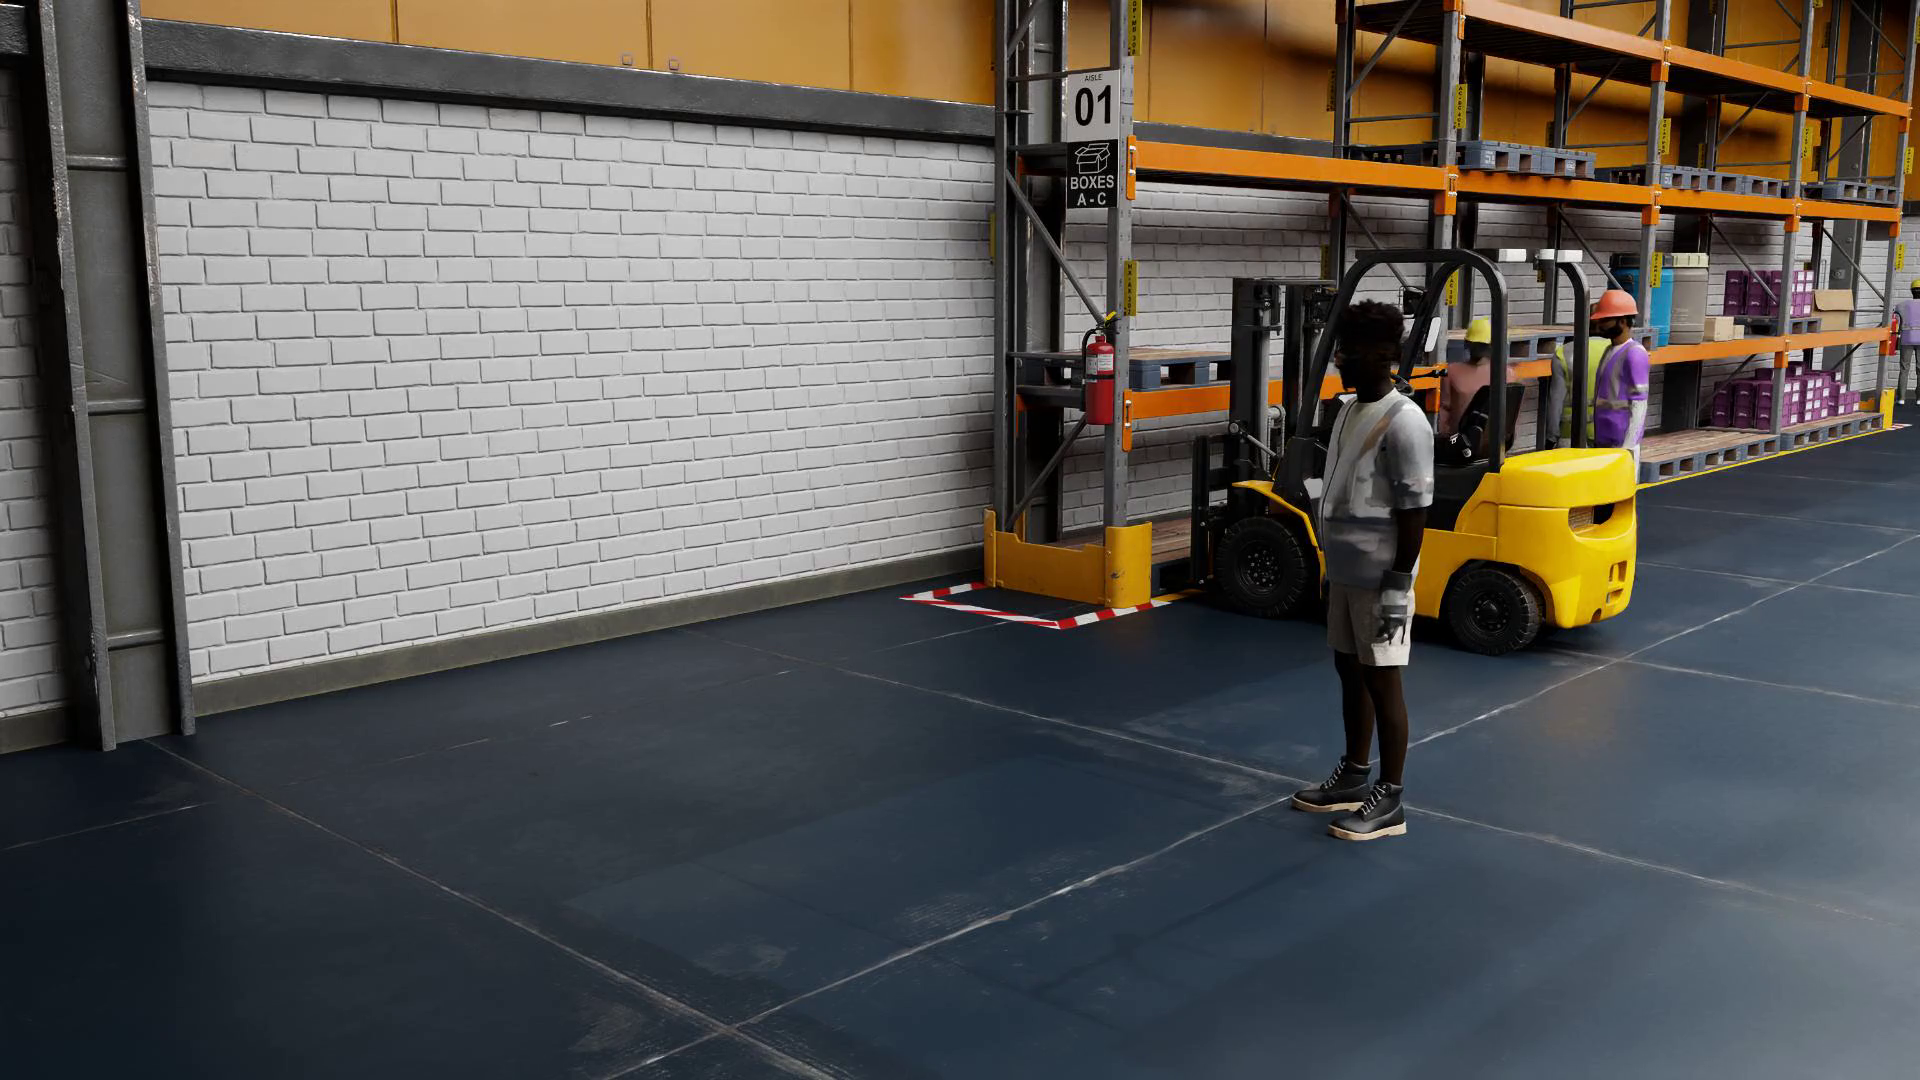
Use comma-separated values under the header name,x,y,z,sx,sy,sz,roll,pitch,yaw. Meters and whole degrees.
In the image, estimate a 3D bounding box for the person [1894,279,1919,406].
name,x,y,z,sx,sy,sz,roll,pitch,yaw
person,14.496,-2.998,25.273,0.586,1.917,0.380,4,10,25

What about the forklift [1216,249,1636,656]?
name,x,y,z,sx,sy,sz,roll,pitch,yaw
forklift,2.710,-0.584,9.626,2.313,2.155,1.214,9,13,43

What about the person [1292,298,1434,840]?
name,x,y,z,sx,sy,sz,roll,pitch,yaw
person,1.487,0.105,6.099,0.361,1.963,0.613,-2,9,-11

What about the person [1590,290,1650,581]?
name,x,y,z,sx,sy,sz,roll,pitch,yaw
person,4.321,-0.685,11.033,0.377,1.932,0.552,0,9,0

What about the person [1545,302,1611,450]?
name,x,y,z,sx,sy,sz,roll,pitch,yaw
person,4.391,-0.729,11.592,0.634,1.842,0.429,1,9,4

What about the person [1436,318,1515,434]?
name,x,y,z,sx,sy,sz,roll,pitch,yaw
person,3.553,-0.666,11.580,0.543,1.728,0.866,5,10,27
